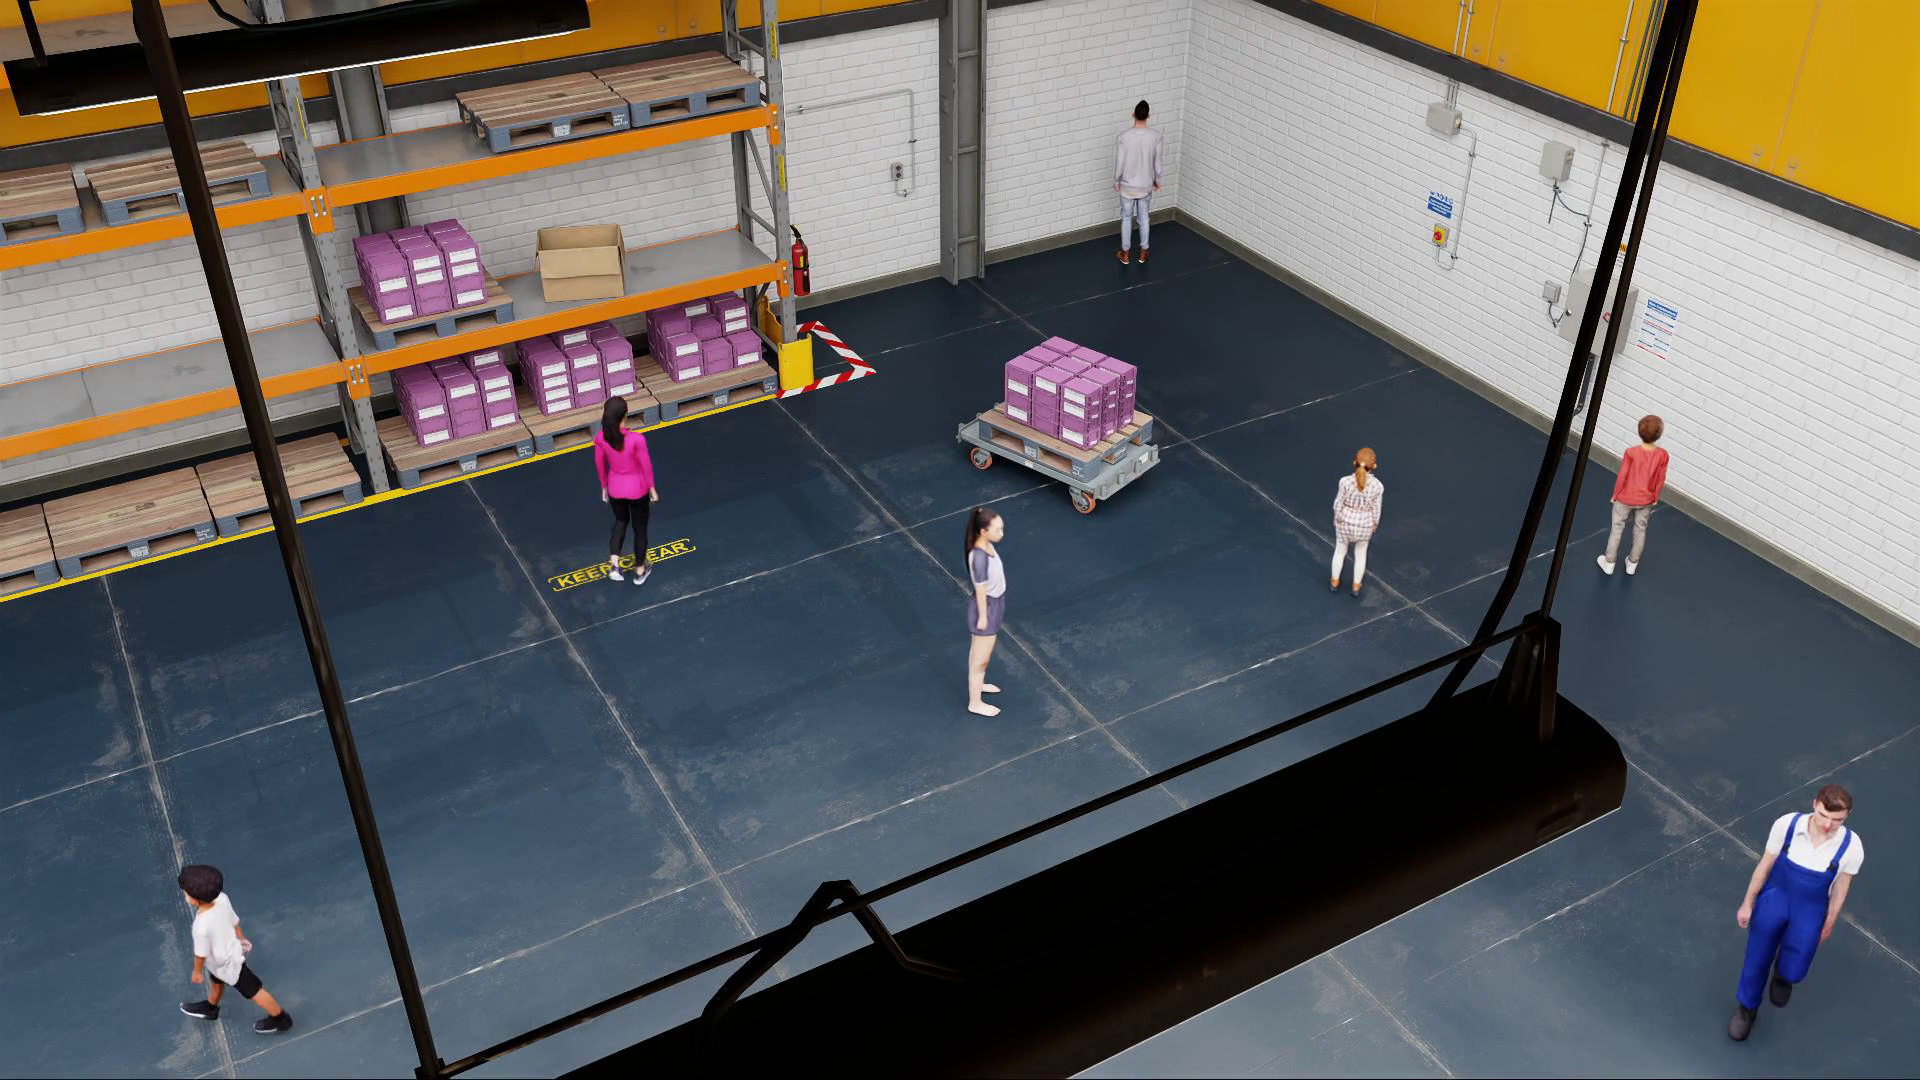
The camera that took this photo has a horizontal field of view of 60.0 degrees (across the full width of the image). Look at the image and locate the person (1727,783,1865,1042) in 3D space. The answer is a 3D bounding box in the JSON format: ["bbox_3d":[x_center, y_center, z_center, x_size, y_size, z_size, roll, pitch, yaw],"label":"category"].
[{"bbox_3d":[4.687,2.011,9.351,0.824,1.837,0.944,21,39,29],"label":"person"}]

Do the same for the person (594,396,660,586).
[{"bbox_3d":[-2.628,-0.332,13.014,0.804,1.686,0.861,7,34,10],"label":"person"}]

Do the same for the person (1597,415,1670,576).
[{"bbox_3d":[5.405,-0.355,13.291,0.567,1.418,0.647,4,34,6],"label":"person"}]

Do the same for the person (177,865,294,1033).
[{"bbox_3d":[-4.099,2.348,9.398,0.943,1.225,0.742,-1,34,-2],"label":"person"}]

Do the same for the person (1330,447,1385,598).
[{"bbox_3d":[3.104,-0.144,13.070,0.604,1.310,0.664,8,34,12],"label":"person"}]

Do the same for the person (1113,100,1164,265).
[{"bbox_3d":[1.946,-3.942,18.306,0.664,1.839,0.822,-3,34,-4],"label":"person"}]

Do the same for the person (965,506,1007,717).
[{"bbox_3d":[0.158,0.493,11.805,0.683,1.650,0.668,2,34,3],"label":"person"}]
